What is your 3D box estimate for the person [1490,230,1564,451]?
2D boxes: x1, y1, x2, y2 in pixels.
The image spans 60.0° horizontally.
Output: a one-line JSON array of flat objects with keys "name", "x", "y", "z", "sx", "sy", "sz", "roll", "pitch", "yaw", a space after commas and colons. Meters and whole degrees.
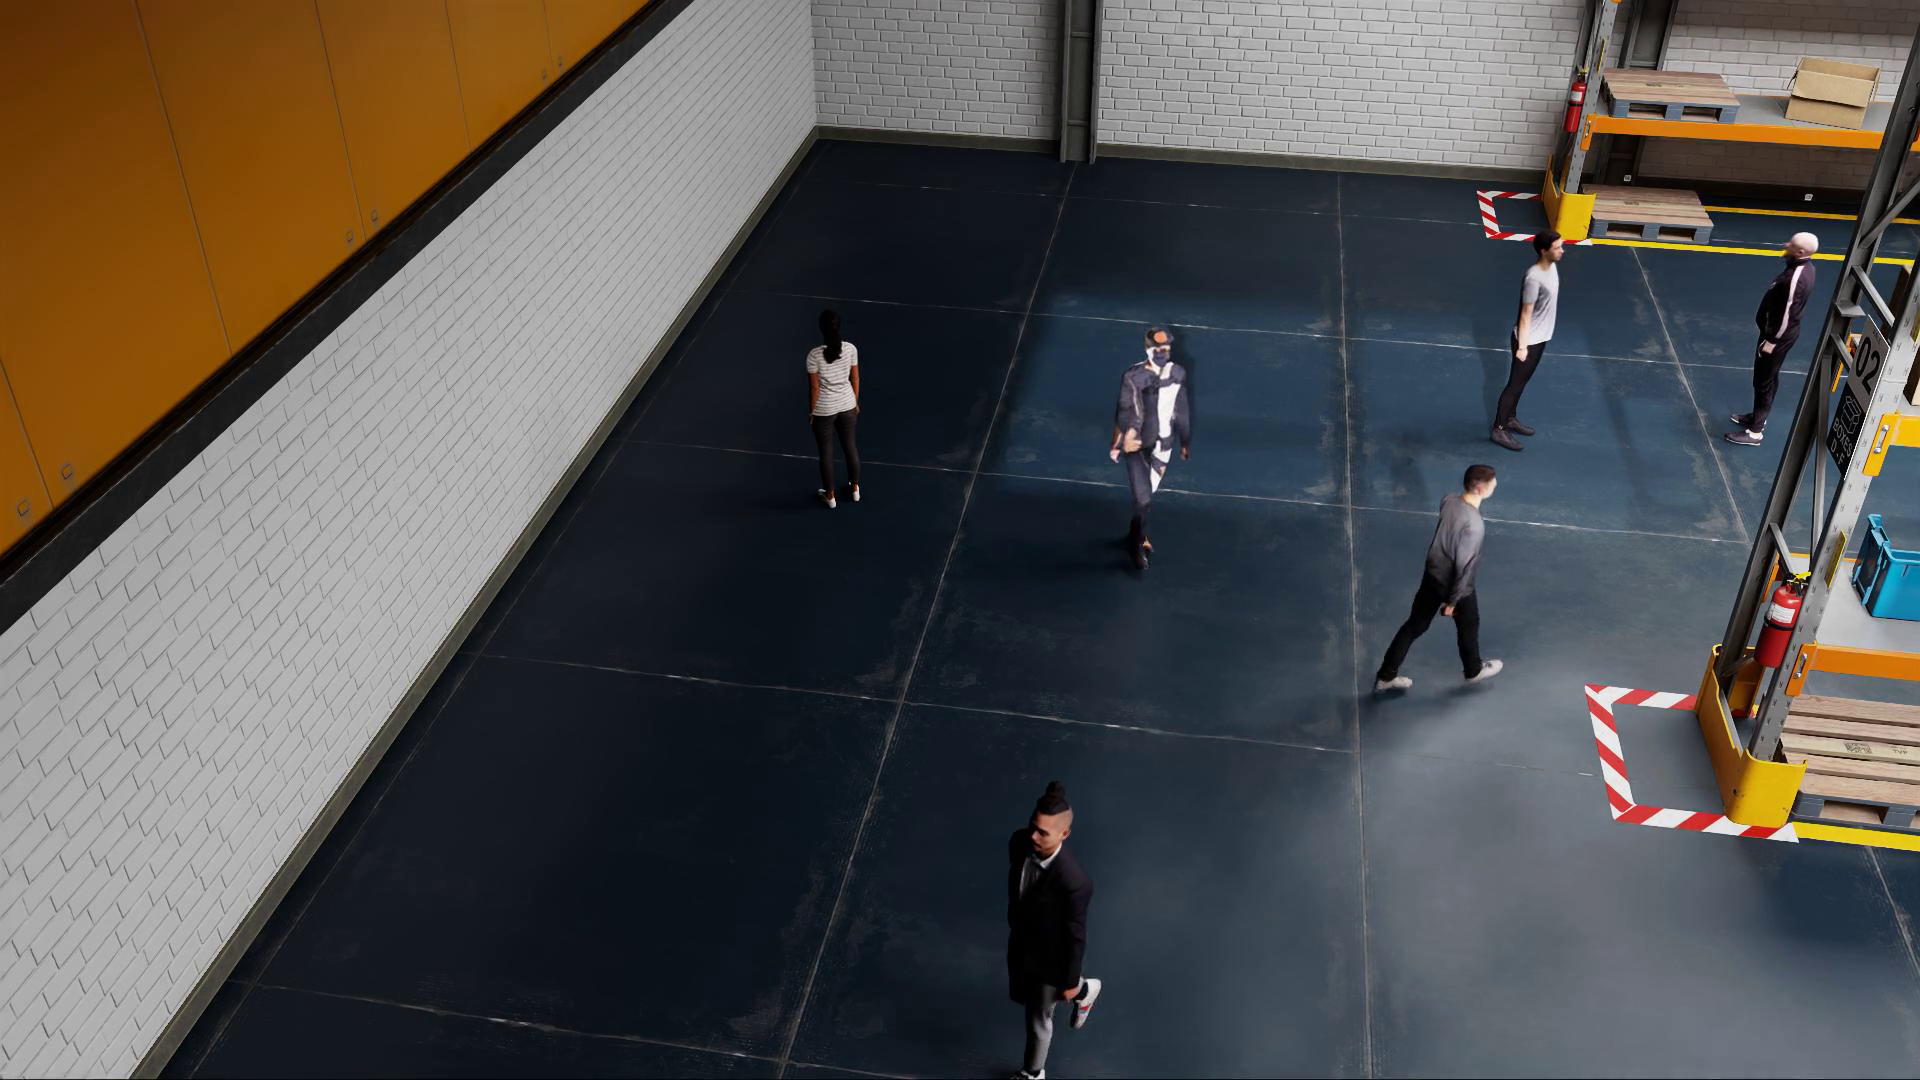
[{"name": "person", "x": 4.638, "y": -1.659, "z": 13.561, "sx": 0.695, "sy": 1.863, "sz": 0.743, "roll": 20, "pitch": 38, "yaw": 27}]

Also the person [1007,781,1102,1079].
[{"name": "person", "x": 0.477, "y": 1.928, "z": 8.100, "sx": 1.118, "sy": 1.936, "sz": 1.071, "roll": -23, "pitch": 40, "yaw": -31}]

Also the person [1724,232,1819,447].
[{"name": "person", "x": 6.680, "y": -1.653, "z": 13.576, "sx": 0.701, "sy": 1.837, "sz": 0.741, "roll": 18, "pitch": 37, "yaw": 25}]

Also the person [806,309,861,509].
[{"name": "person", "x": -0.969, "y": -1.017, "z": 12.793, "sx": 0.632, "sy": 1.646, "sz": 0.718, "roll": -15, "pitch": 36, "yaw": -21}]

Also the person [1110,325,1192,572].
[{"name": "person", "x": 1.341, "y": -0.744, "z": 12.173, "sx": 0.872, "sy": 1.877, "sz": 0.947, "roll": -12, "pitch": 36, "yaw": -18}]

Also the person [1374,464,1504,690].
[{"name": "person", "x": 3.074, "y": 0.296, "z": 10.752, "sx": 1.213, "sy": 1.718, "sz": 1.002, "roll": -12, "pitch": 35, "yaw": -17}]
